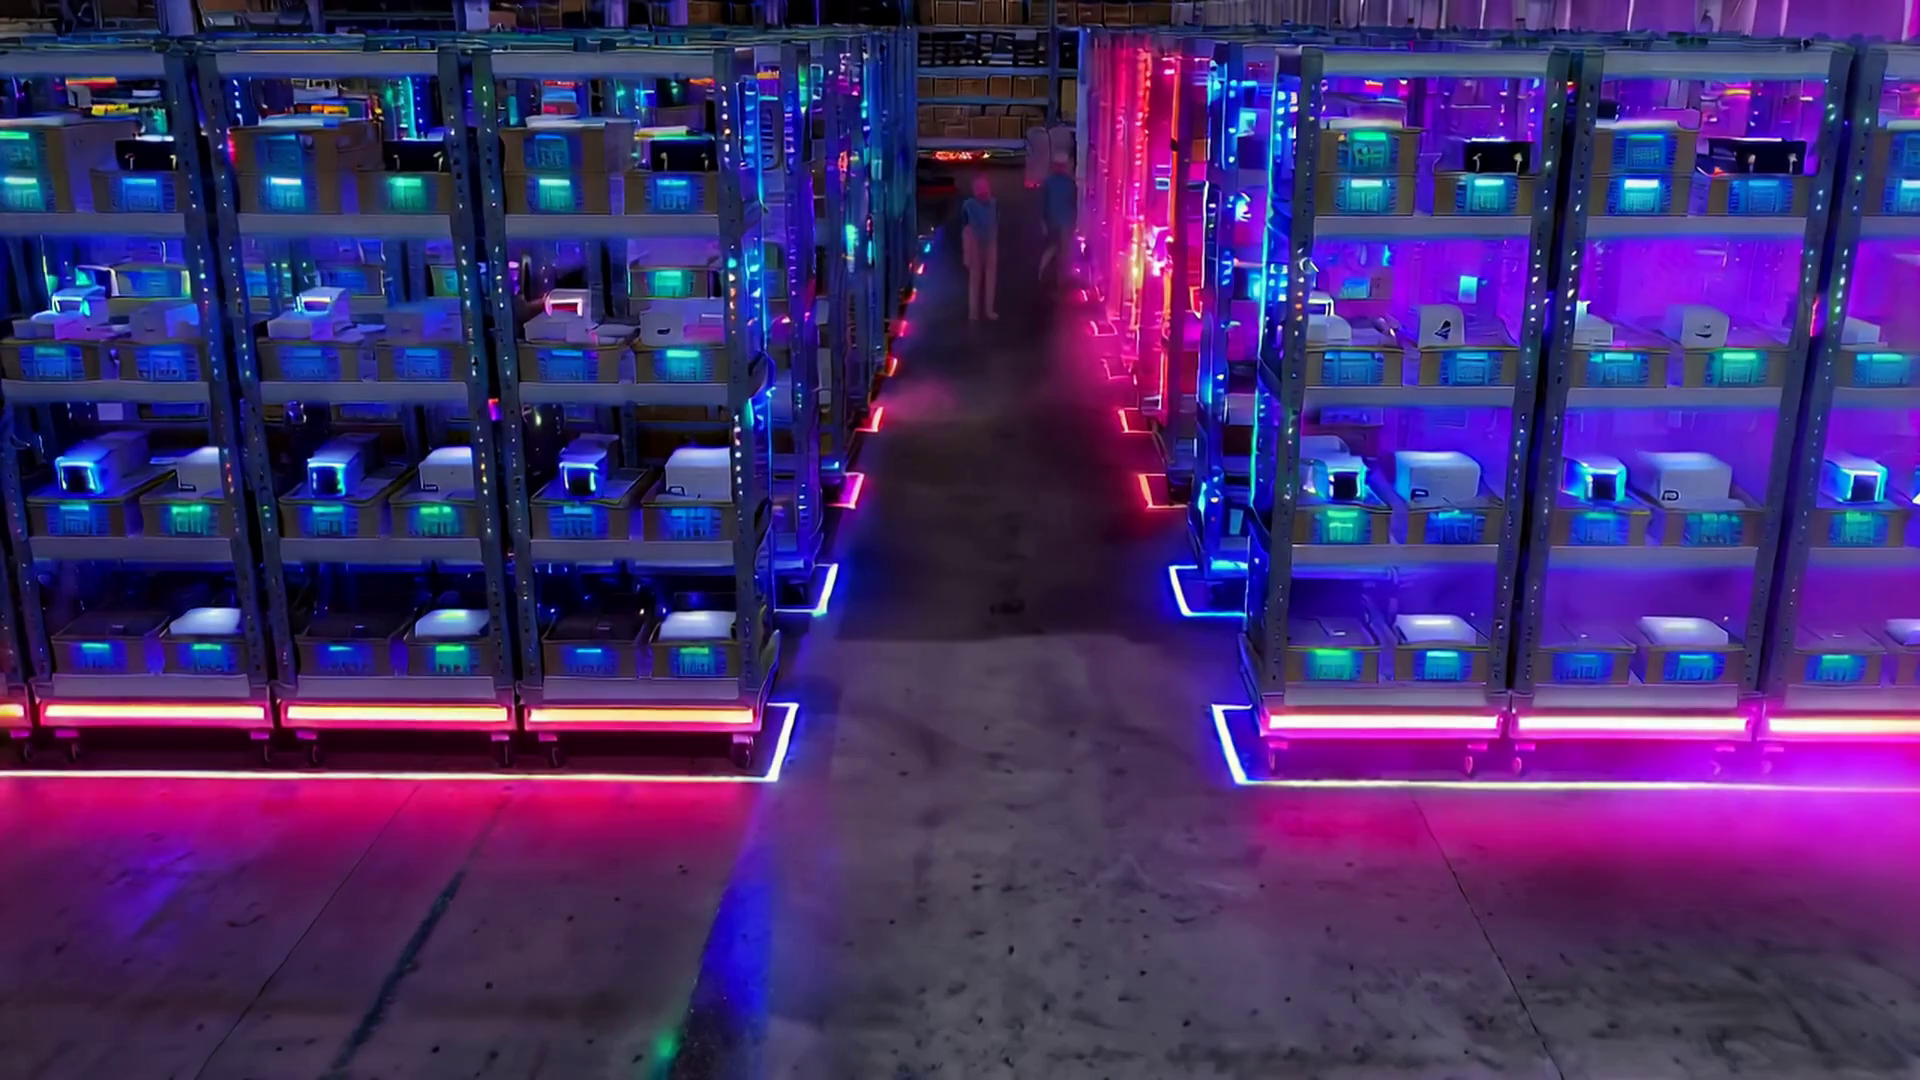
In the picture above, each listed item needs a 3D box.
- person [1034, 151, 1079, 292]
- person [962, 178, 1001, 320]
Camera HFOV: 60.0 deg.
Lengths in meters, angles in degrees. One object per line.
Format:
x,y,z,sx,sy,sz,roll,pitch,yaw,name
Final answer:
1.356,-4.439,23.294,0.647,1.969,0.736,12,21,34,person
0.254,-3.698,21.187,0.579,1.802,0.638,-8,19,-23,person
